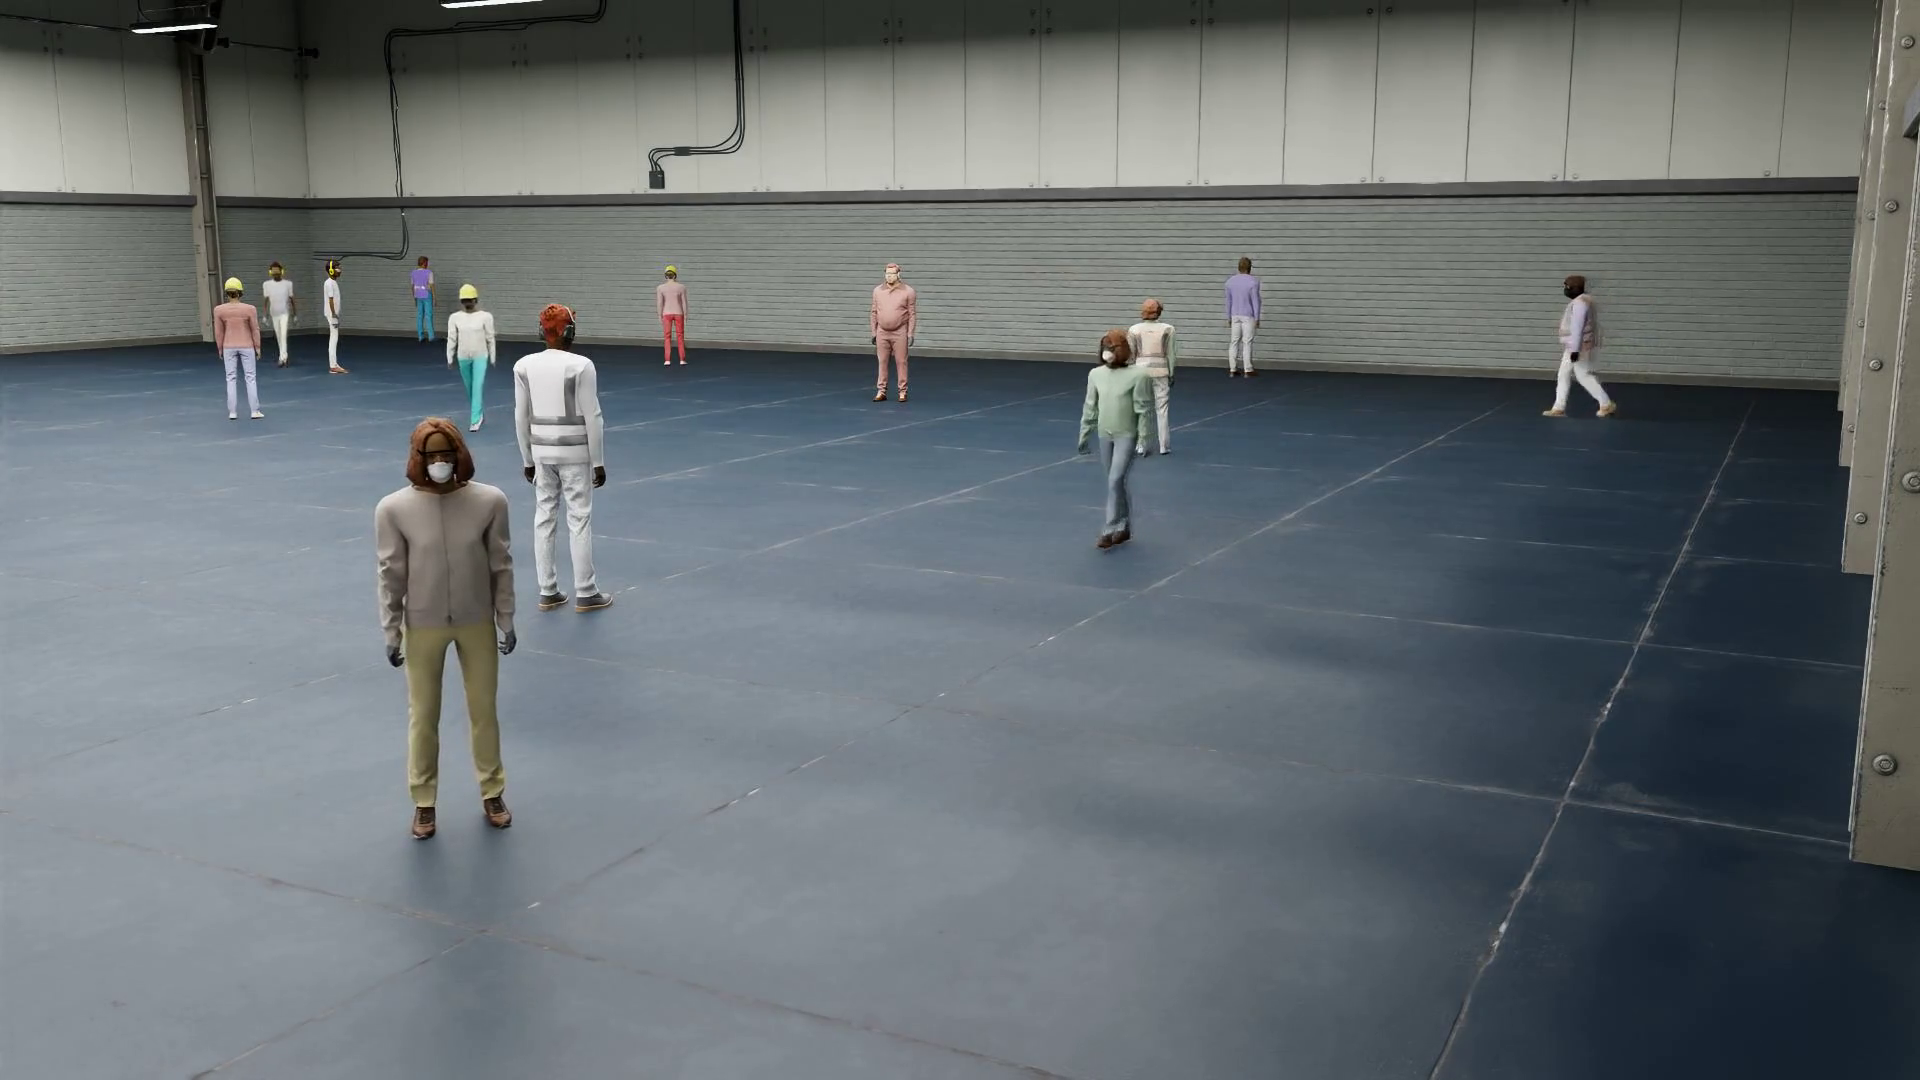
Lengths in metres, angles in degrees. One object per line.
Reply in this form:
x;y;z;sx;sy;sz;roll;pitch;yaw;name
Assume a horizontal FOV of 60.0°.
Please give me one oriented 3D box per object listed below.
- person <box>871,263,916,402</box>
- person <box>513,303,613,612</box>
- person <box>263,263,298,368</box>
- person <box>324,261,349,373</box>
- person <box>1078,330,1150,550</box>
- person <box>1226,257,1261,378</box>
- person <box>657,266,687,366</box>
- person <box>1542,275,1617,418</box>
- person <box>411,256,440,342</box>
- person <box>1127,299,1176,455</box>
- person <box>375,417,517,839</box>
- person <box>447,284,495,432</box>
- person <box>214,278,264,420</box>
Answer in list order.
-0.935;-2.856;22.981;0.639;1.910;0.407;2;11;13;person
-2.426;-0.496;10.168;0.573;1.887;0.355;3;11;18;person
-11.948;-3.950;29.192;0.532;1.821;1.007;-2;11;-11;person
-10.486;-3.740;27.904;0.332;1.874;0.520;-3;11;-18;person
1.086;-0.723;12.175;0.523;1.603;0.750;9;14;40;person
4.621;-3.599;26.988;0.632;1.940;0.439;9;14;40;person
-5.076;-3.956;29.388;0.523;1.760;0.328;-2;11;-9;person
7.849;-2.421;20.901;0.829;1.813;0.629;2;11;12;person
-11.568;-5.193;35.890;0.563;1.846;0.389;4;11;19;person
2.004;-1.704;17.442;0.515;1.636;0.315;1;10;7;person
-1.952;0.334;6.364;0.503;1.624;0.298;-5;11;-24;person
-5.805;-2.181;19.798;0.538;1.726;0.894;0;10;-3;person
-9.019;-2.387;20.803;0.525;1.772;0.306;-2;11;-12;person
